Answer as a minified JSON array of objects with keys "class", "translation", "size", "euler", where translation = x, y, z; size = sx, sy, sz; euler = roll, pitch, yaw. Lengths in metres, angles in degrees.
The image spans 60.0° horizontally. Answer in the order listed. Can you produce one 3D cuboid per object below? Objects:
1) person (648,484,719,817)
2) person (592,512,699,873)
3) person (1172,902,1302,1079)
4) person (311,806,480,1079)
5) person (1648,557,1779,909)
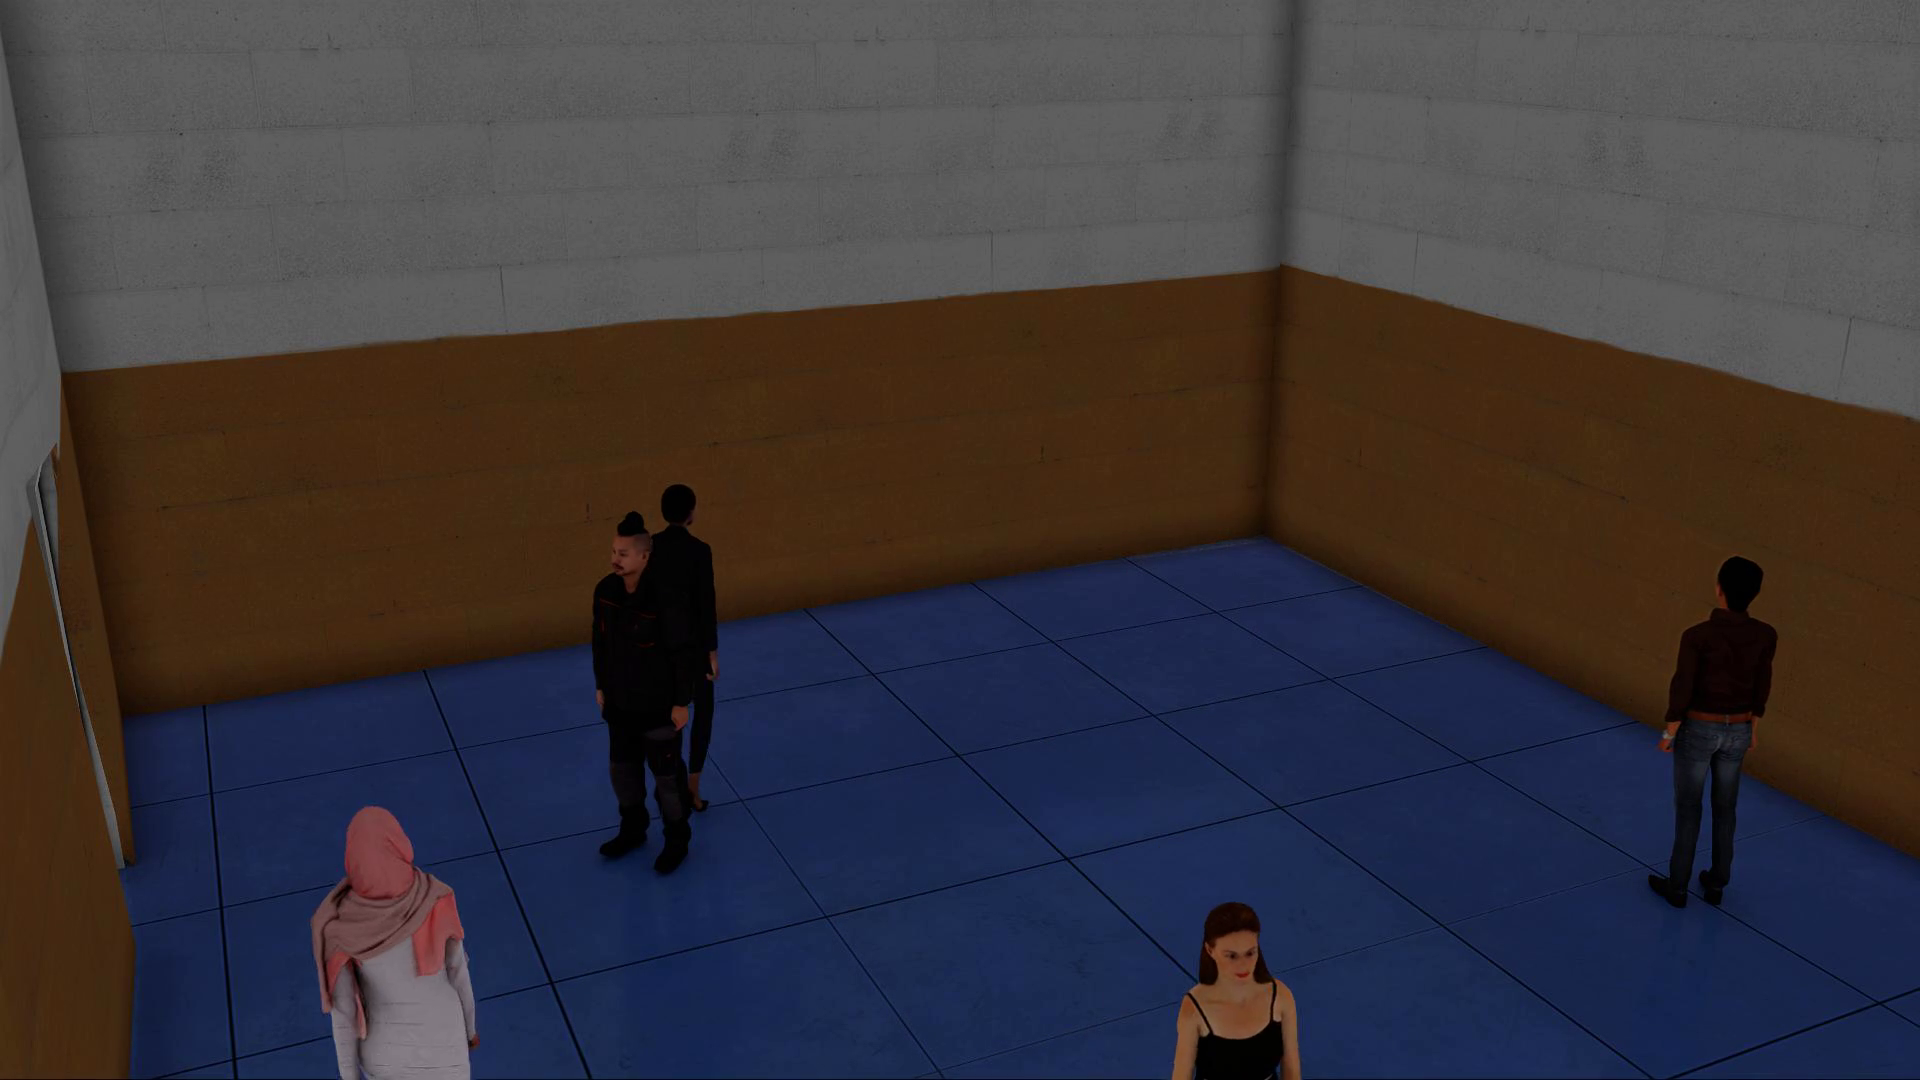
[{"class":"person","translation":[-1.486,0.607,8.877],"size":[0.764,1.817,0.821],"euler":[7,20,19]},{"class":"person","translation":[-1.589,0.747,8.347],"size":[0.849,1.866,0.865],"euler":[9,21,26]},{"class":"person","translation":[0.867,1.884,5.464],"size":[1.080,1.578,0.709],"euler":[-6,19,-16]},{"class":"person","translation":[-1.814,1.757,5.535],"size":[1.105,1.775,0.808],"euler":[-5,19,-15]},{"class":"person","translation":[3.625,0.928,7.979],"size":[0.596,1.782,0.770],"euler":[-1,19,-4]}]
